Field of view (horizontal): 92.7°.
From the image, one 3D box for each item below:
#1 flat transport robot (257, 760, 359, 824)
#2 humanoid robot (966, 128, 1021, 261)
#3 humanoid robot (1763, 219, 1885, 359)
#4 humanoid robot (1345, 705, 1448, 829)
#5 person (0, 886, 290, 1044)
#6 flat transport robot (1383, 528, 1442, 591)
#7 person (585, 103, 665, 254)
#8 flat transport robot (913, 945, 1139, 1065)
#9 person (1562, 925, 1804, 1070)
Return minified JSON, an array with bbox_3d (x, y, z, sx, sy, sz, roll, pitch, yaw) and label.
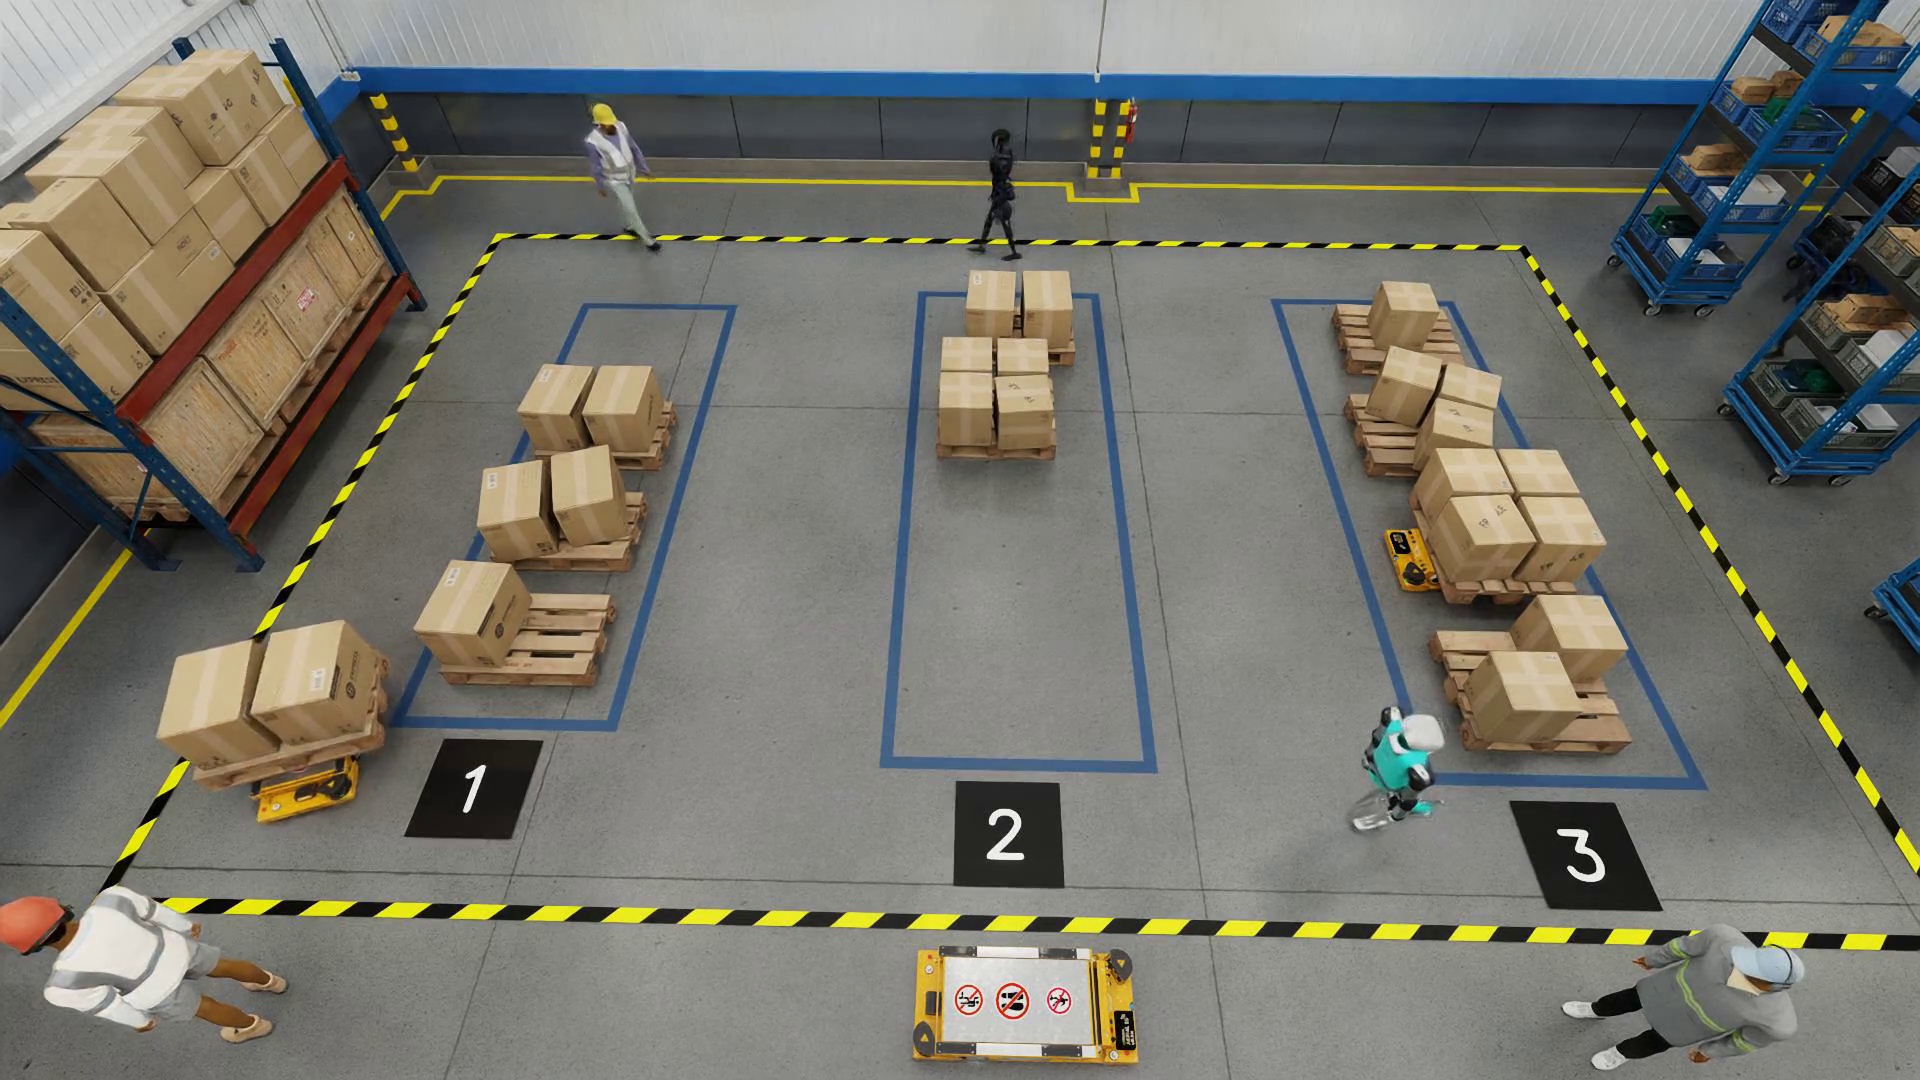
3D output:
[{"bbox_3d":[-5.136,1.469,7.270,0.652,0.197,1.431,-14,52,-11],"label":"flat transport robot"},{"bbox_3d":[0.433,-4.069,10.908,0.678,1.635,0.588,-7,51,-6],"label":"humanoid robot"},{"bbox_3d":[9.247,-2.667,9.777,0.597,1.655,0.515,27,56,20],"label":"humanoid robot"},{"bbox_3d":[3.035,1.657,6.224,0.786,1.832,0.560,-6,51,-5],"label":"humanoid robot"},{"bbox_3d":[-4.682,2.497,5.309,0.386,2.037,0.613,-2,51,-1],"label":"person"},{"bbox_3d":[4.689,0.155,8.342,1.431,0.197,0.652,1,51,1],"label":"flat transport robot"},{"bbox_3d":[-4.011,-4.364,11.056,0.891,1.786,0.610,24,55,18],"label":"person"},{"bbox_3d":[0.422,3.041,6.007,1.431,0.231,0.659,1,51,1],"label":"flat transport robot"},{"bbox_3d":[4.160,2.674,5.284,0.384,1.849,0.597,-7,51,-6],"label":"person"}]
